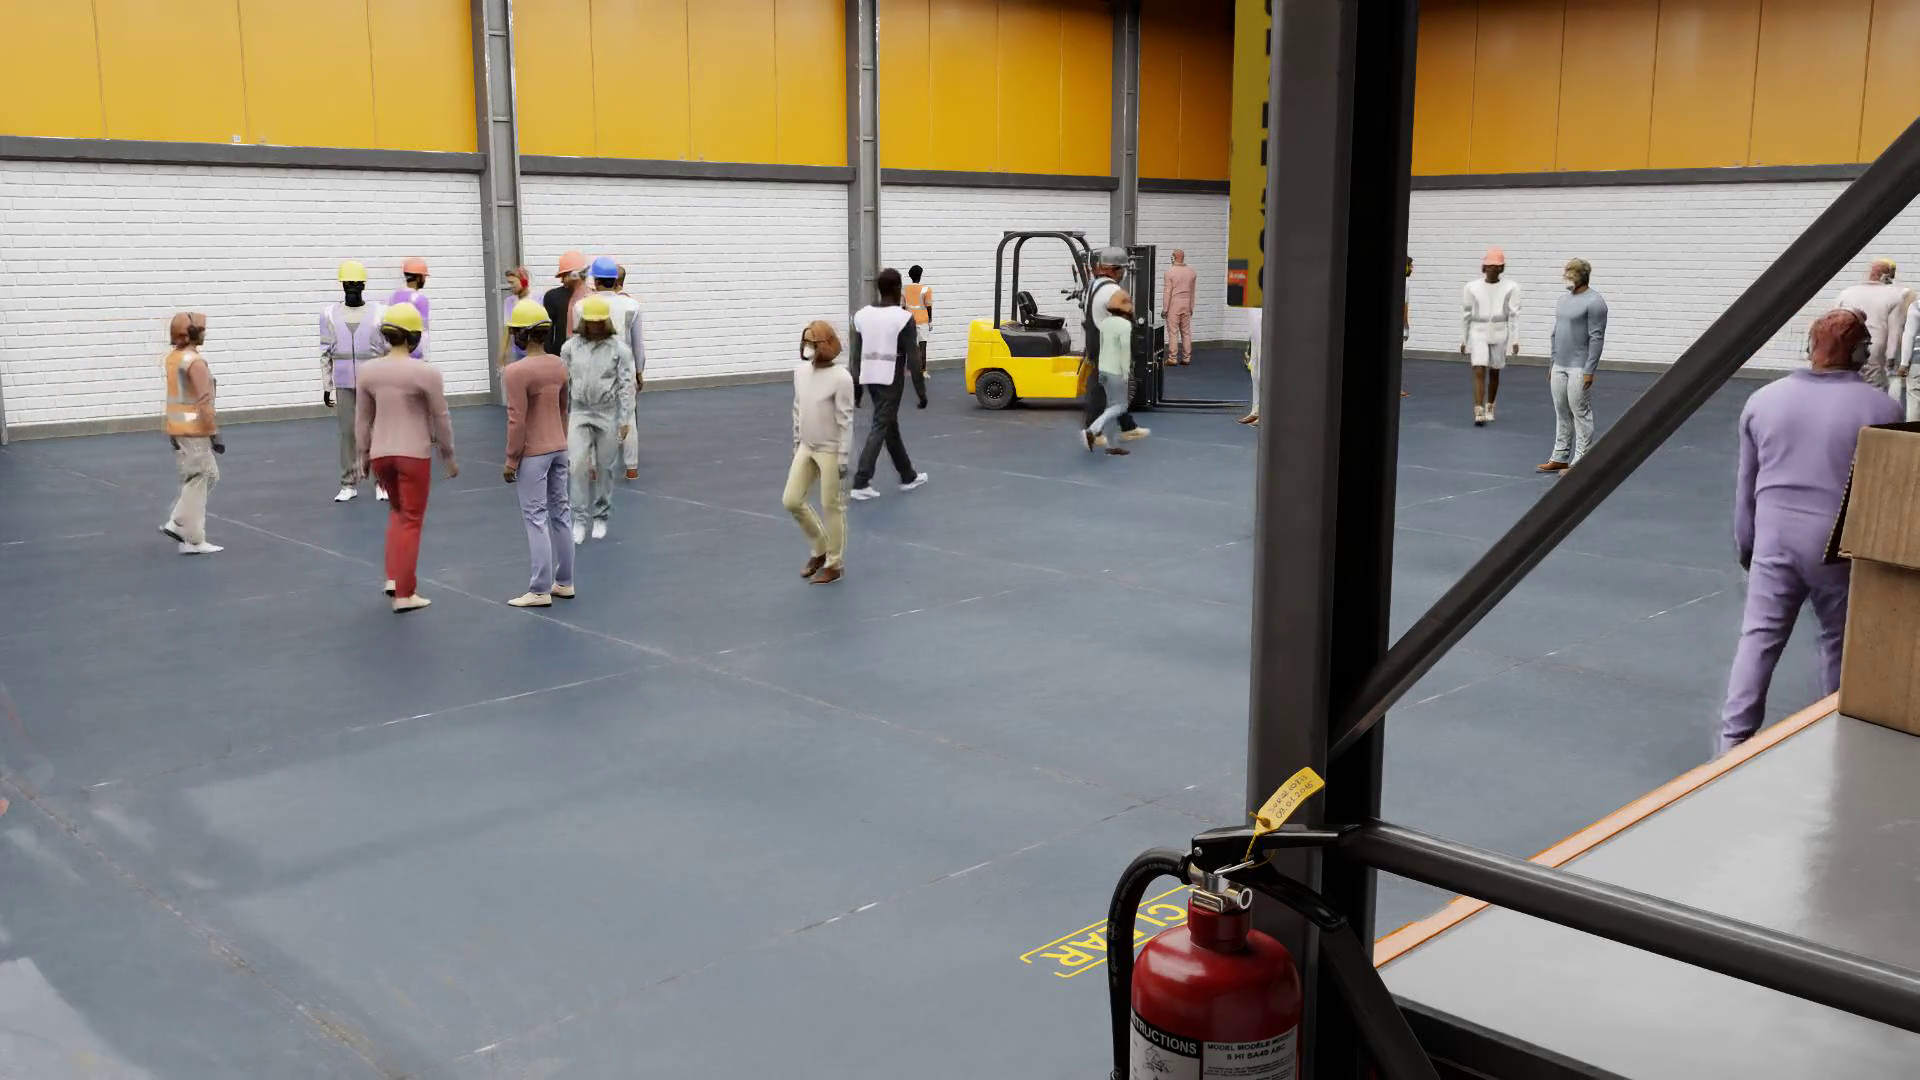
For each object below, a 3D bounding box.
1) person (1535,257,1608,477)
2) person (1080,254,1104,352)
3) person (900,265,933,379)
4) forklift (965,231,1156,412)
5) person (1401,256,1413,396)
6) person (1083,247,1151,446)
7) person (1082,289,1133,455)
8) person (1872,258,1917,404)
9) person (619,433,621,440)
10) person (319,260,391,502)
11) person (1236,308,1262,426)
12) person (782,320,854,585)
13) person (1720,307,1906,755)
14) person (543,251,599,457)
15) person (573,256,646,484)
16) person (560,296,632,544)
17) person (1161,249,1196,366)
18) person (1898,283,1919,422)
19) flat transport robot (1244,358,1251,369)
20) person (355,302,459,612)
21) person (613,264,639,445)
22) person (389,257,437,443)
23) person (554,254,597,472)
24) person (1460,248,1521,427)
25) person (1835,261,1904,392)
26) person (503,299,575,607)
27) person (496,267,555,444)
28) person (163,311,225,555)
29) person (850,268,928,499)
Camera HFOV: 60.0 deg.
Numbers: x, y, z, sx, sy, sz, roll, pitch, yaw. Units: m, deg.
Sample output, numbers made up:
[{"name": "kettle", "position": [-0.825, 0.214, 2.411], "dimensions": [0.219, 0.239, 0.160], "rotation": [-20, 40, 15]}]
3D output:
[{"name": "person", "position": [5.430, -1.522, 14.727], "dimensions": [0.372, 1.939, 0.631], "rotation": [-3, 11, -16]}, {"name": "person", "position": [2.010, -3.004, 22.924], "dimensions": [1.018, 1.882, 0.651], "rotation": [-5, 12, -27]}, {"name": "person", "position": [-0.651, -3.226, 24.697], "dimensions": [0.532, 1.694, 0.320], "rotation": [4, 11, 21]}, {"name": "forklift", "position": [1.222, -2.721, 20.561], "dimensions": [2.313, 2.155, 1.214], "rotation": [2, 11, 13]}, {"name": "person", "position": [5.839, -2.854, 22.223], "dimensions": [0.356, 1.862, 0.515], "rotation": [-2, 11, -13]}, {"name": "person", "position": [1.651, -1.975, 16.914], "dimensions": [0.907, 2.000, 0.710], "rotation": [-2, 11, -13]}, {"name": "person", "position": [1.412, -1.594, 15.982], "dimensions": [0.542, 1.615, 0.521], "rotation": [-5, 12, -25]}, {"name": "person", "position": [10.053, -2.105, 18.050], "dimensions": [0.676, 1.879, 0.507], "rotation": [6, 12, 31]}, {"name": "person", "position": [-3.814, -1.739, 16.858], "dimensions": [0.830, 1.600, 0.532], "rotation": [5, 12, 27]}, {"name": "person", "position": [-4.833, -1.270, 13.372], "dimensions": [0.588, 1.930, 0.362], "rotation": [-2, 11, -9]}, {"name": "person", "position": [3.351, -2.212, 18.659], "dimensions": [0.328, 1.877, 0.509], "rotation": [-3, 11, -13]}, {"name": "person", "position": [-0.862, -0.526, 10.134], "dimensions": [0.535, 1.617, 0.356], "rotation": [9, 14, 40]}, {"name": "person", "position": [3.384, 0.012, 6.595], "dimensions": [0.980, 1.860, 0.659], "rotation": [-8, 13, -38]}, {"name": "person", "position": [-3.672, -1.751, 15.932], "dimensions": [0.641, 2.000, 0.588], "rotation": [-4, 11, -23]}, {"name": "person", "position": [-3.012, -1.453, 14.313], "dimensions": [0.612, 1.950, 0.377], "rotation": [-4, 11, -21]}, {"name": "person", "position": [-2.525, -0.827, 11.529], "dimensions": [0.500, 1.705, 0.720], "rotation": [-1, 10, -8]}, {"name": "person", "position": [3.552, -3.804, 27.255], "dimensions": [0.644, 1.907, 0.400], "rotation": [-6, 12, -31]}, {"name": "person", "position": [9.617, -1.795, 16.532], "dimensions": [0.591, 1.826, 0.403], "rotation": [-2, 11, -9]}, {"name": "flat transport robot", "position": [4.924, -2.885, 26.703], "dimensions": [0.652, 0.197, 1.431], "rotation": [1, 10, 7]}, {"name": "person", "position": [-3.171, -0.472, 9.522], "dimensions": [0.530, 1.752, 0.524], "rotation": [3, 11, 18]}, {"name": "person", "position": [-3.467, -1.889, 16.979], "dimensions": [0.326, 1.843, 0.517], "rotation": [-3, 11, -15]}, {"name": "person", "position": [-5.613, -1.912, 16.916], "dimensions": [0.582, 1.915, 0.614], "rotation": [6, 12, 32]}, {"name": "person", "position": [-3.523, -1.595, 15.074], "dimensions": [0.825, 1.955, 0.655], "rotation": [-5, 12, -27]}, {"name": "person", "position": [5.975, -2.278, 18.740], "dimensions": [0.625, 1.984, 1.091], "rotation": [3, 11, 14]}, {"name": "person", "position": [9.337, -1.942, 17.232], "dimensions": [0.763, 1.862, 0.799], "rotation": [9, 14, 40]}, {"name": "person", "position": [-2.440, -0.494, 9.587], "dimensions": [0.309, 1.769, 0.525], "rotation": [4, 11, 22]}, {"name": "person", "position": [-4.405, -1.830, 16.763], "dimensions": [0.583, 1.799, 0.882], "rotation": [7, 13, 35]}, {"name": "person", "position": [-5.109, -0.708, 11.122], "dimensions": [0.363, 1.629, 0.514], "rotation": [-9, 14, -40]}, {"name": "person", "position": [-0.567, -1.285, 13.640], "dimensions": [0.607, 1.857, 1.030], "rotation": [8, 13, 38]}]
